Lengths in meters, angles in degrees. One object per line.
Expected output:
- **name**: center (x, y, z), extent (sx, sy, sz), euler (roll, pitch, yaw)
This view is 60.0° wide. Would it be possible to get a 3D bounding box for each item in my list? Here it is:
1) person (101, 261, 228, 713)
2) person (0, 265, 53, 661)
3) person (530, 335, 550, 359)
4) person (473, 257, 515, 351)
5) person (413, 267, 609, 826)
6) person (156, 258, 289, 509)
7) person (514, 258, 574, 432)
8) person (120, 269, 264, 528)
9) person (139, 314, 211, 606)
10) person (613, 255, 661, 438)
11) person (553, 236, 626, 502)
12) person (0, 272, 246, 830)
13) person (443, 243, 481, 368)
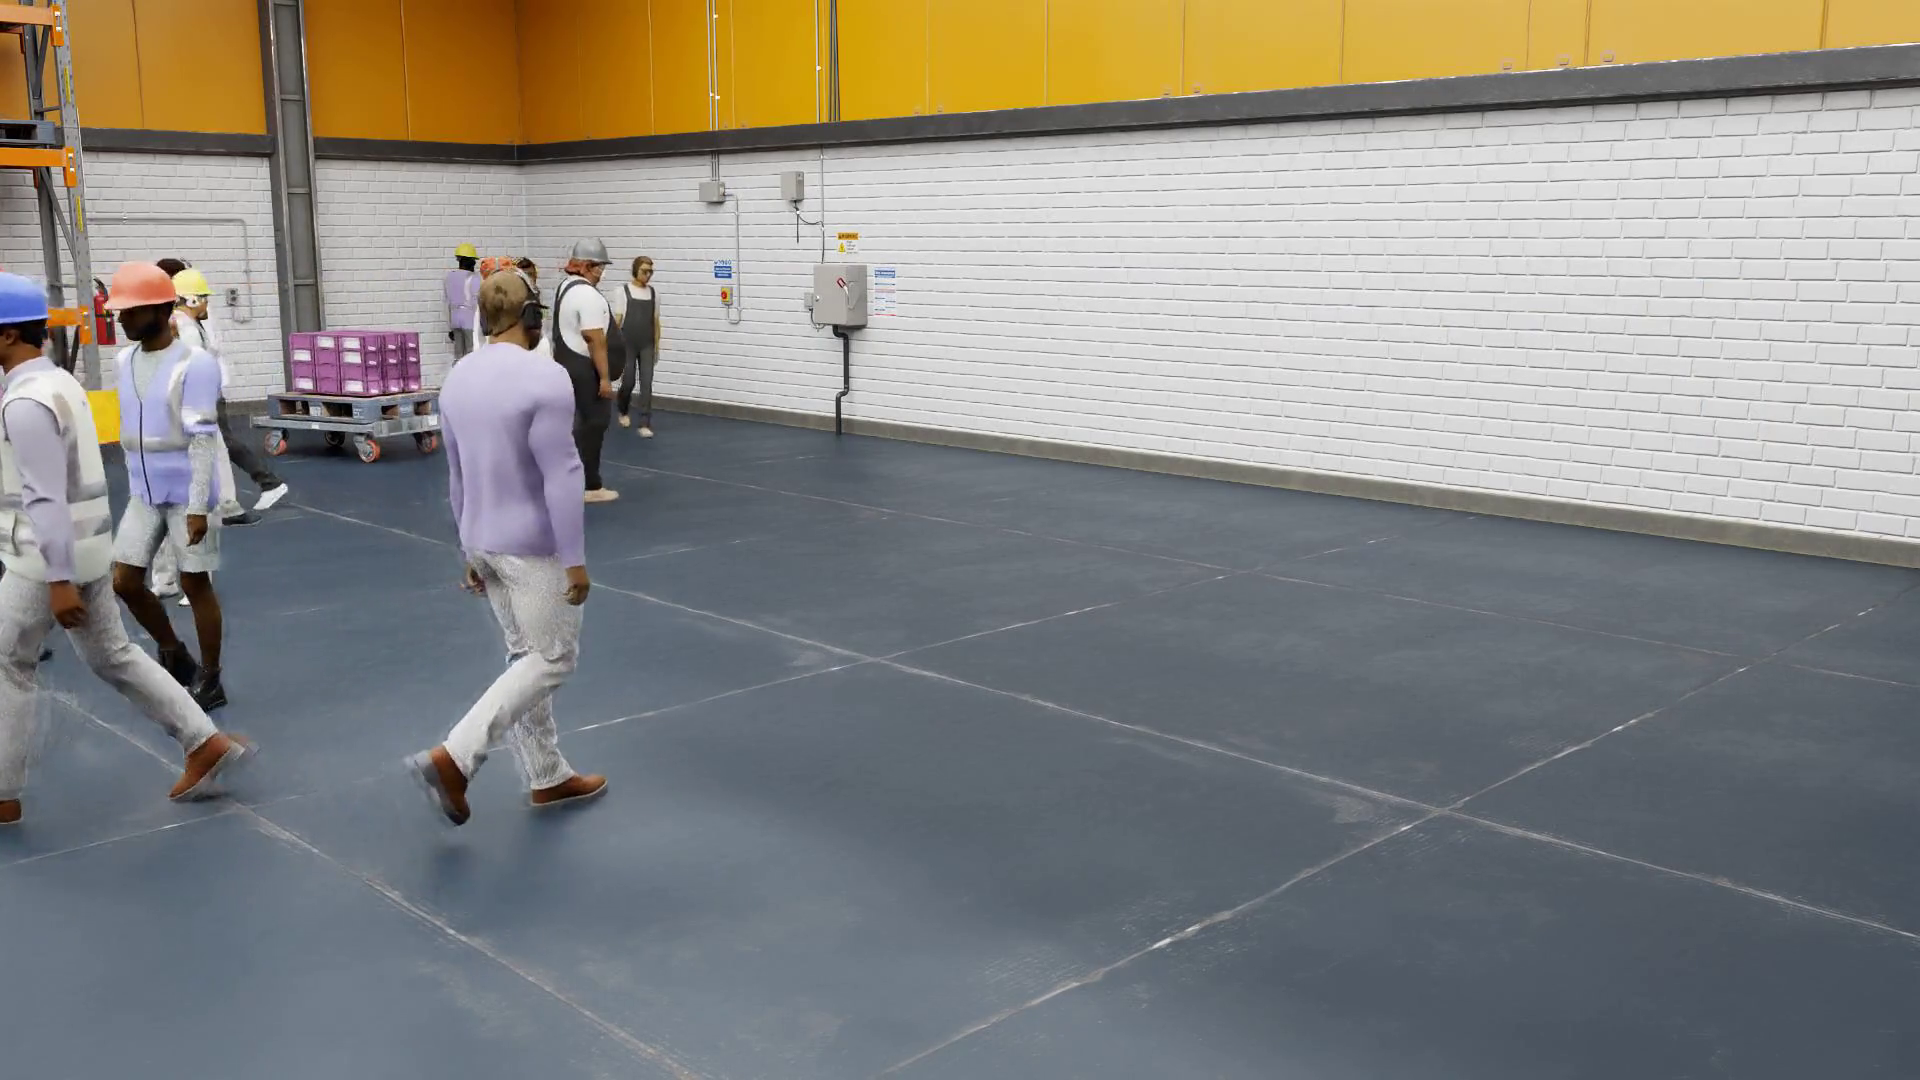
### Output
- **person**: center (-3.298, -0.187, 6.929), extent (0.538, 1.920, 0.443), euler (3, 11, 18)
- **person**: center (-4.587, -0.377, 7.885), extent (0.372, 1.934, 0.551), euler (-8, 13, -38)
- **person**: center (-3.060, -0.901, 11.565), extent (0.507, 1.632, 0.274), euler (1, 10, 4)
- **person**: center (-3.009, -0.906, 10.915), extent (0.362, 1.883, 0.575), euler (-4, 11, -21)
- **person**: center (-1.551, 0.042, 5.645), extent (0.651, 1.922, 0.681), euler (9, 14, 39)
- **person**: center (-5.478, -1.111, 12.105), extent (0.975, 1.869, 0.645), euler (-6, 12, -32)
- **person**: center (-4.120, -1.796, 15.993), extent (1.044, 1.798, 0.507), euler (7, 13, 35)
- **person**: center (-5.315, -0.934, 11.318), extent (0.874, 1.800, 0.602), euler (-9, 13, -39)
- **person**: center (-4.351, -0.458, 9.134), extent (0.514, 1.641, 0.309), euler (4, 11, 20)
- **person**: center (-3.274, -1.947, 16.753), extent (0.543, 1.829, 0.647), euler (-6, 12, -31)
- **person**: center (-2.803, -1.299, 12.626), extent (0.539, 2.000, 0.710), euler (-5, 12, -26)
- **person**: center (-3.040, 0.038, 5.709), extent (0.958, 1.912, 0.609), euler (-3, 11, -14)
- **person**: center (-5.893, -2.571, 19.888), extent (0.586, 1.921, 0.383), euler (6, 12, 28)
